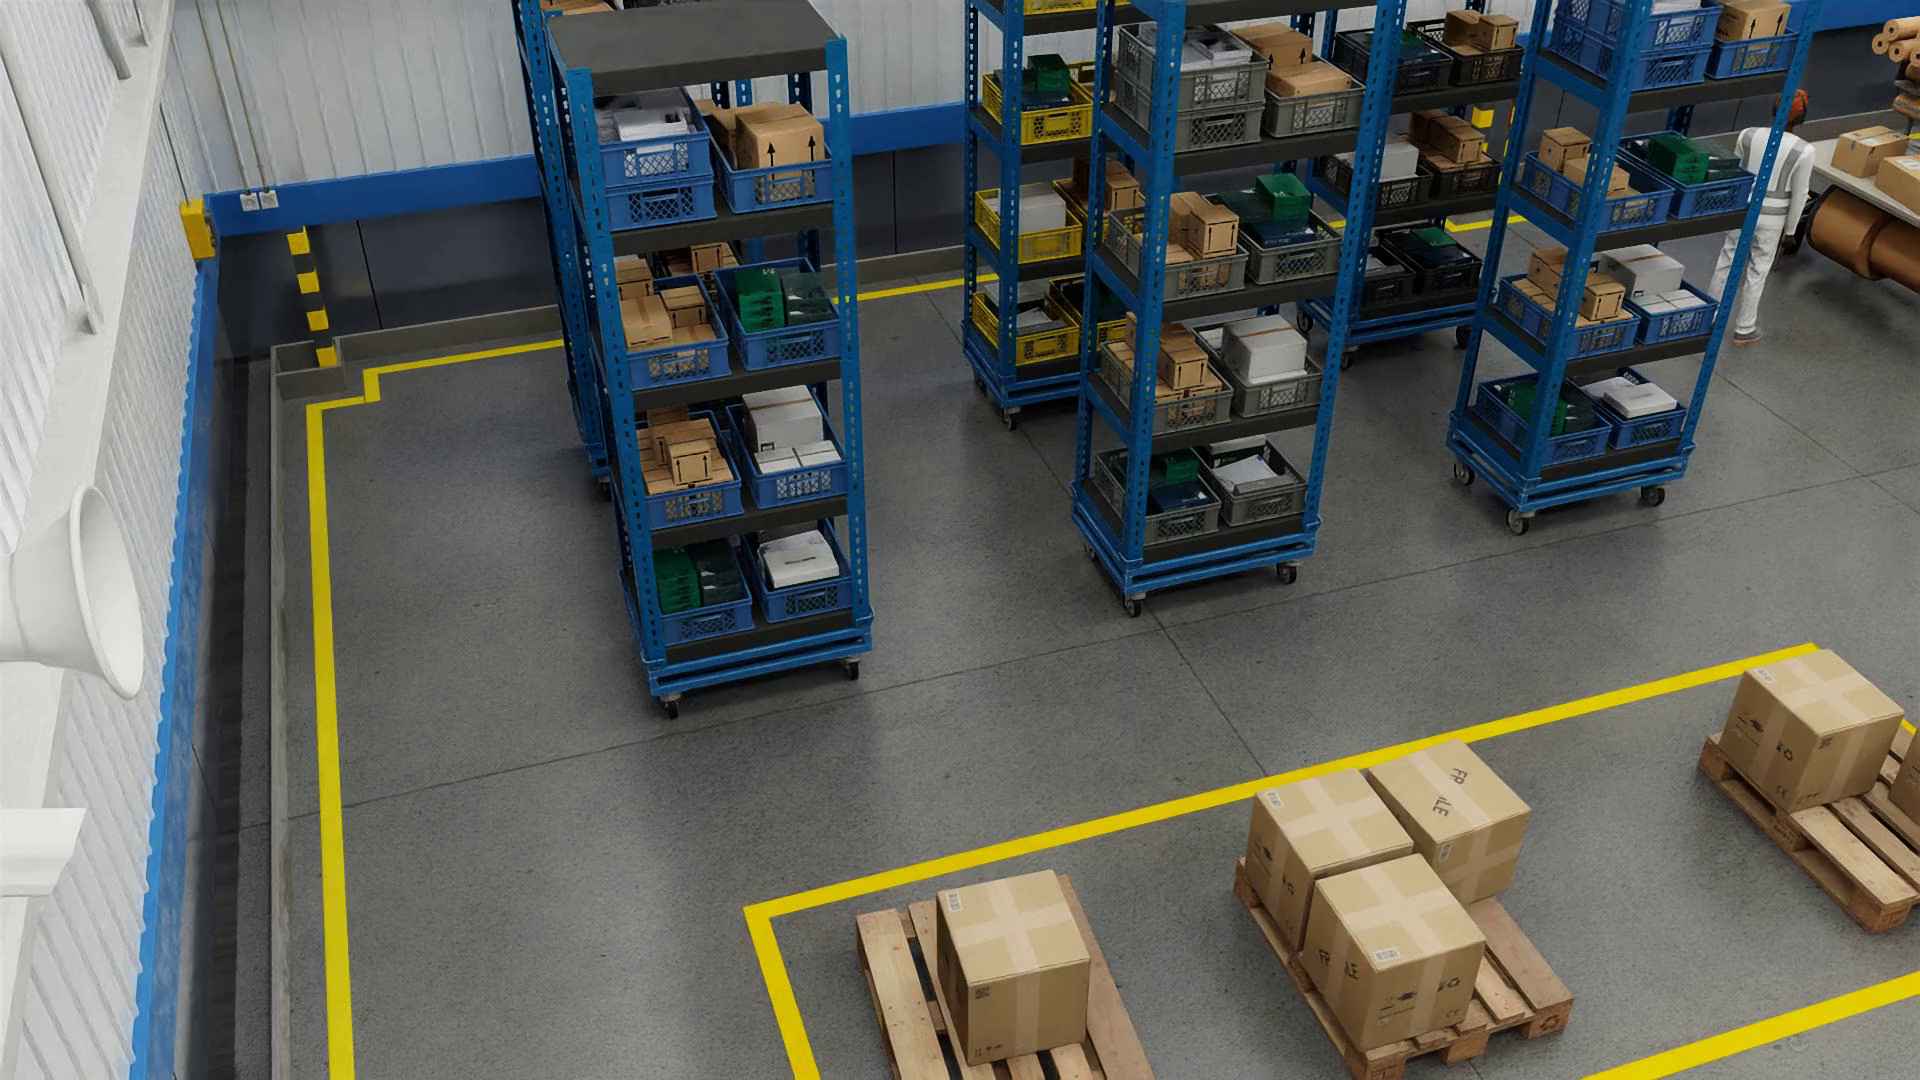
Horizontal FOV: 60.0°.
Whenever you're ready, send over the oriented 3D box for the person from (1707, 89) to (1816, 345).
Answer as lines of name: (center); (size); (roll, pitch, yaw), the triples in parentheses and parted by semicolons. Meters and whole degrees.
person: (5.731, -2.308, 11.929); (0.356, 1.882, 0.571); (-27, 43, -32)
